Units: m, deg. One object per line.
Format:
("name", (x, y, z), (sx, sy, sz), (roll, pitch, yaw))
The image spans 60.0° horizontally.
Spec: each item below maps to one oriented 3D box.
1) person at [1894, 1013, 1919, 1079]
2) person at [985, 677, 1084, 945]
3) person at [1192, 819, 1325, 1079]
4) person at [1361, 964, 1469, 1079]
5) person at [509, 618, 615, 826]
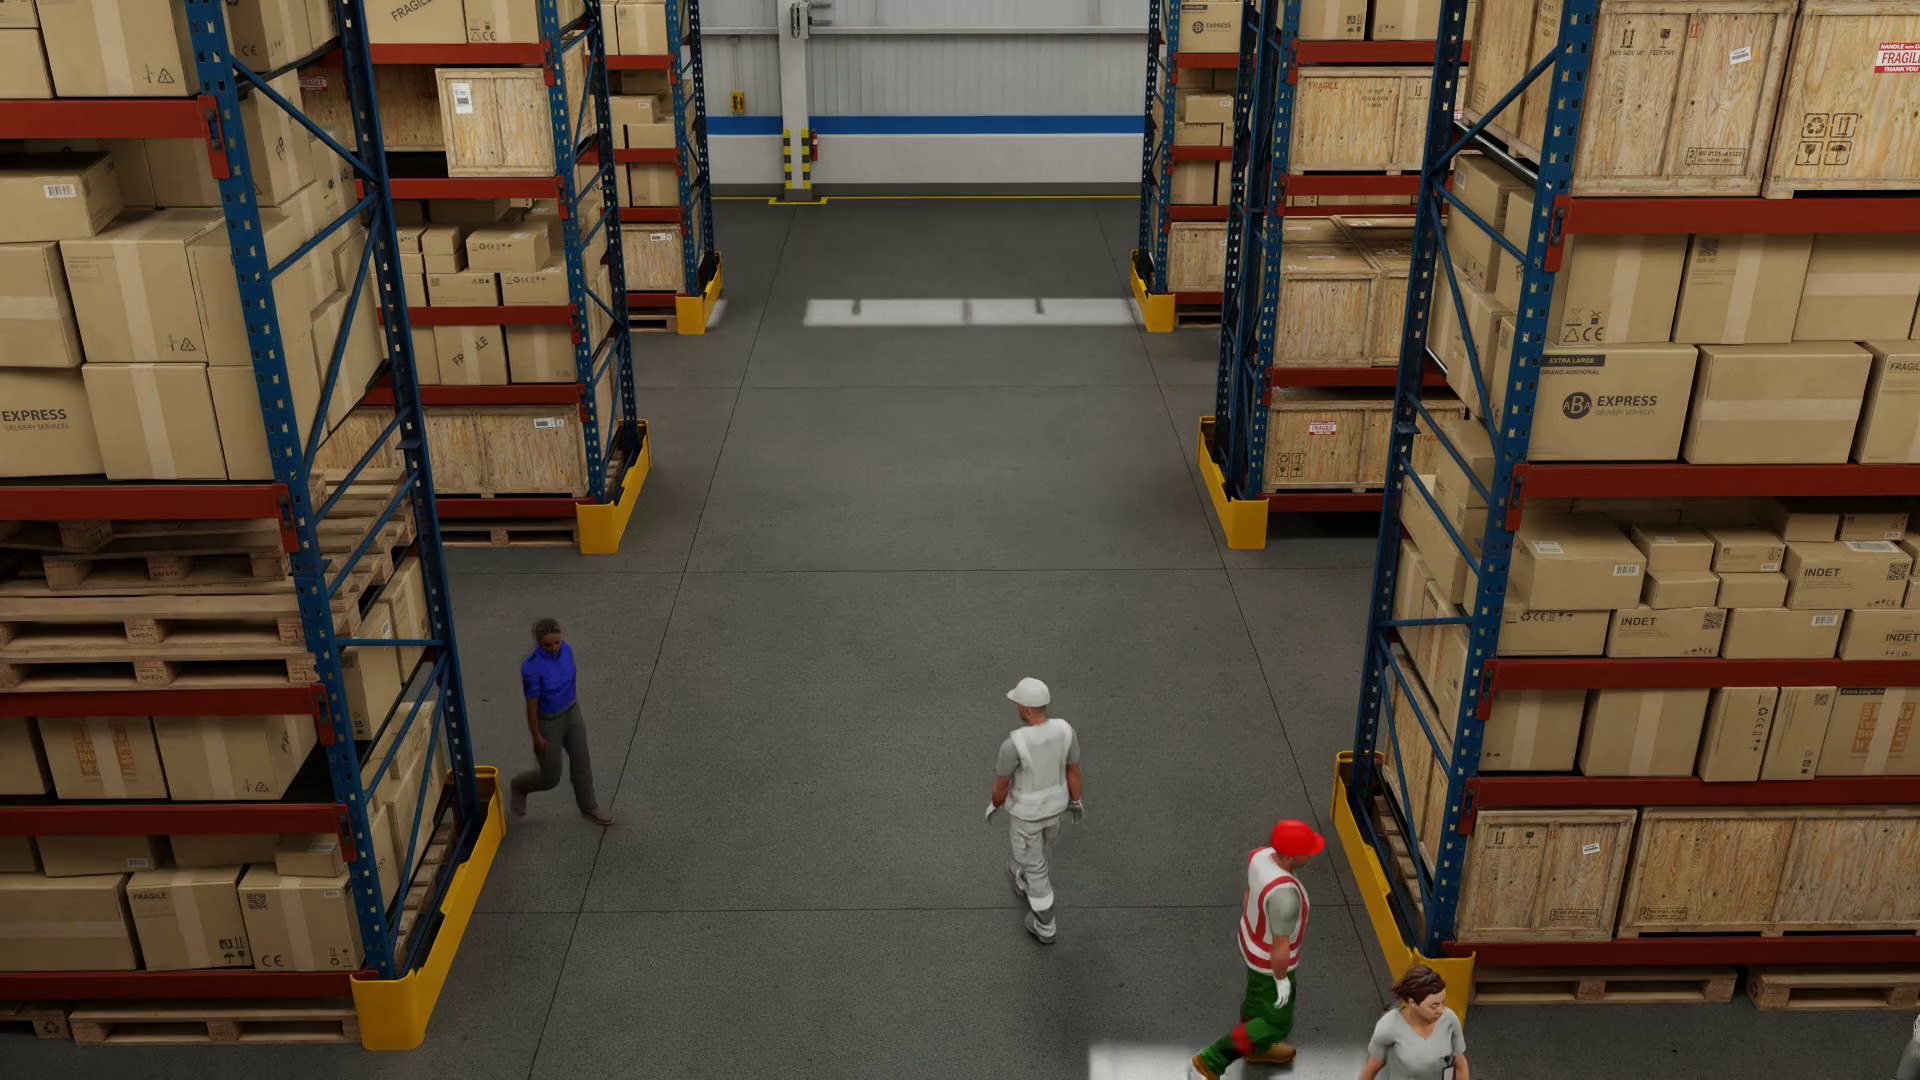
("person", (4.991, 2.597, 8.396), (0.628, 1.692, 0.489), (0, 25, 0))
("person", (0.401, 1.604, 10.386), (0.570, 1.767, 0.765), (-14, 28, -27))
("person", (1.608, 2.249, 9.033), (0.669, 1.779, 0.588), (-2, 25, -3))
("person", (2.237, 2.798, 8.036), (0.475, 1.628, 0.986), (-6, 26, -12))
("person", (-2.808, 1.232, 11.385), (0.693, 1.652, 0.472), (14, 29, 28))
